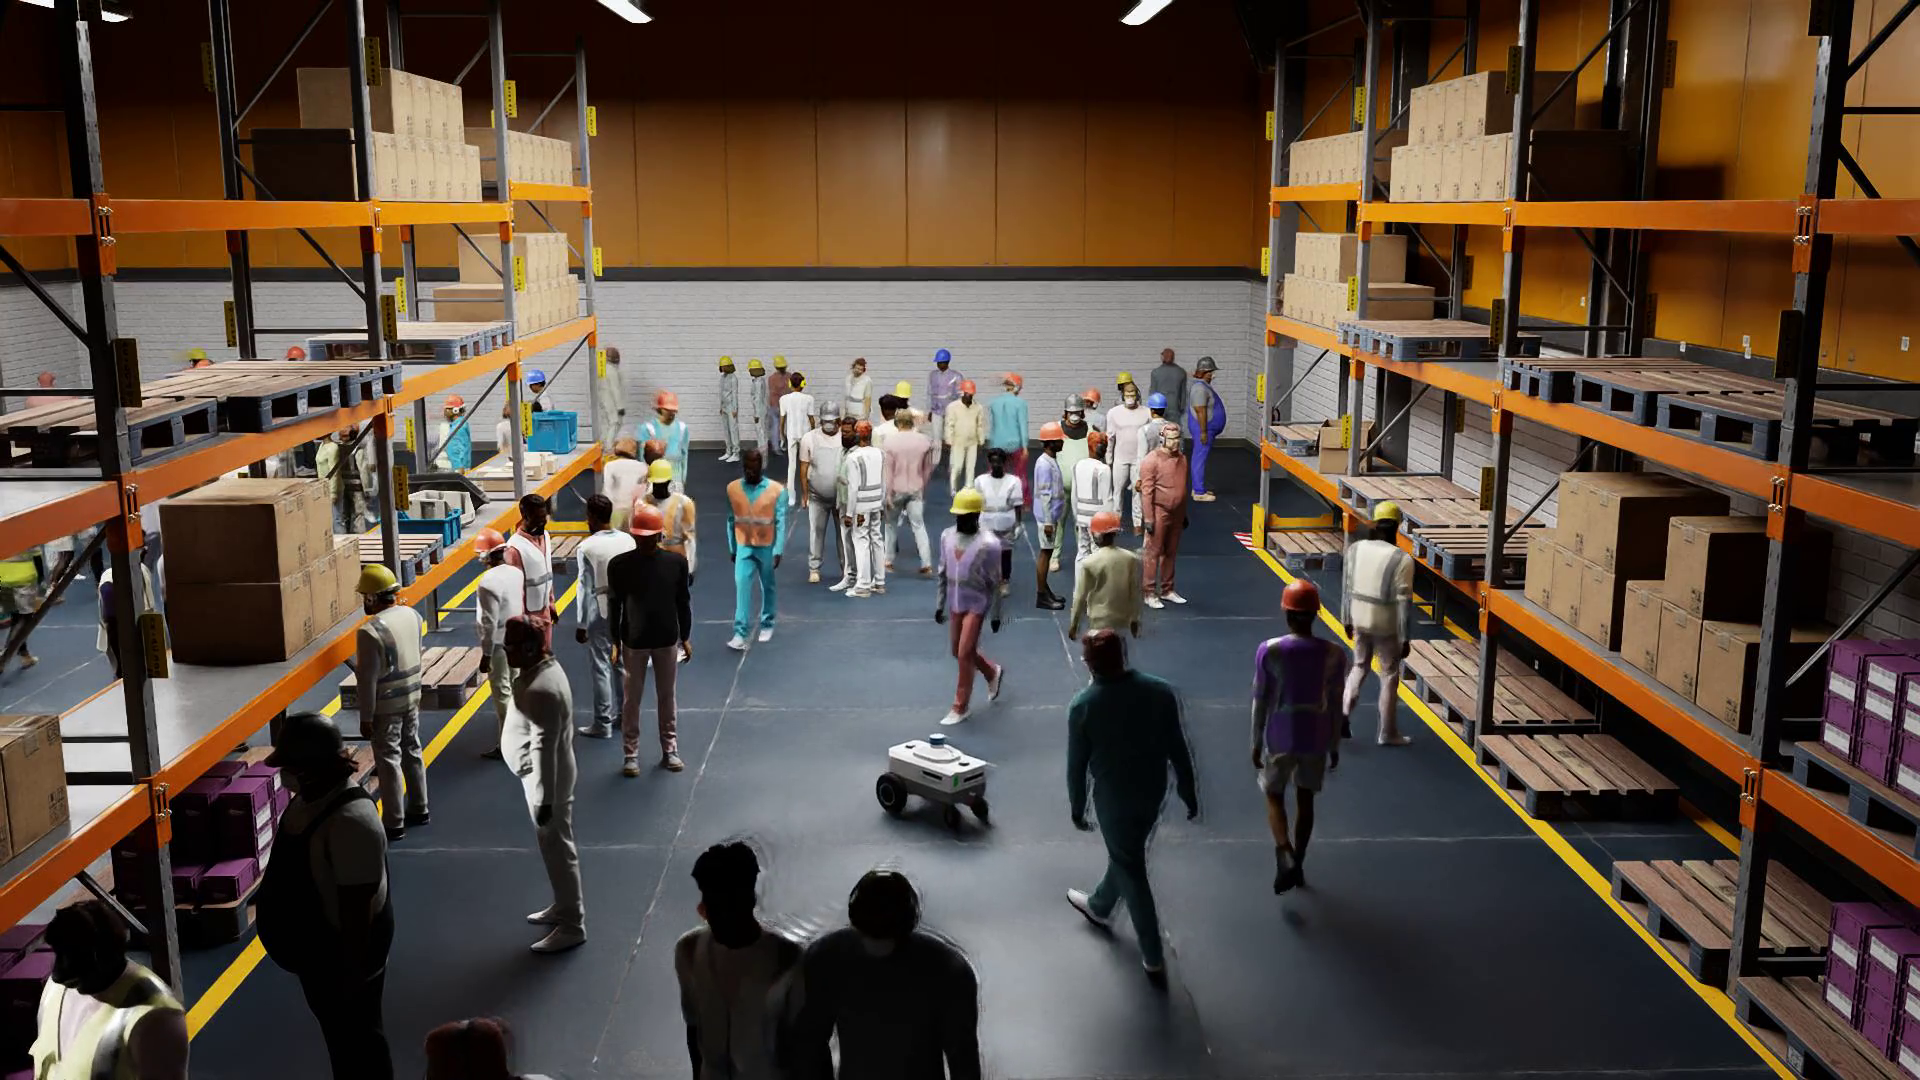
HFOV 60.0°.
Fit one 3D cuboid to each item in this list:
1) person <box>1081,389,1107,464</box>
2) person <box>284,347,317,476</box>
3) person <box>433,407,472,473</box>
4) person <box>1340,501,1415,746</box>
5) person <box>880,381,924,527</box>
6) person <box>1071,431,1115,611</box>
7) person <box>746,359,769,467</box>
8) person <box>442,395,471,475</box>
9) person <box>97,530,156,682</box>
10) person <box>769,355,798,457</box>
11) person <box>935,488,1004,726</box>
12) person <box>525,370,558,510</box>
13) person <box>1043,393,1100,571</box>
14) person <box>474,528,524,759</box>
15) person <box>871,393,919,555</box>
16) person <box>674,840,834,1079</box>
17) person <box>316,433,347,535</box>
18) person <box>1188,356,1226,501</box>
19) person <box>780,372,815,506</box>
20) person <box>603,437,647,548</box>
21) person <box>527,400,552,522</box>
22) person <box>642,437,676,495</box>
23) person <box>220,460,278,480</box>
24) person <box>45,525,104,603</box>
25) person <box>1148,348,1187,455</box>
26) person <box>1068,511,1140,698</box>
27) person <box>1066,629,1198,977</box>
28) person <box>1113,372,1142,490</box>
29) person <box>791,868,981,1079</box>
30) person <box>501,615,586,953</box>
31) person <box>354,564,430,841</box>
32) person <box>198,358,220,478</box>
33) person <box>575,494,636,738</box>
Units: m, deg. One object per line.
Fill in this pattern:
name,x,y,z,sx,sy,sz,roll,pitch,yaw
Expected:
person,1.727,-1.152,22.188,0.596,1.727,0.571,6,13,26
person,-10.213,-2.000,25.782,0.388,1.992,0.618,-6,13,-26
person,-6.568,-0.944,21.437,0.537,1.610,0.483,9,15,40
person,3.182,0.656,12.757,0.595,1.896,0.653,-10,15,-40
person,-0.749,-1.166,21.865,0.597,1.895,0.856,3,12,16
person,1.363,-0.169,16.869,0.355,1.887,0.574,-8,14,-35
person,-3.235,-2.025,26.558,0.321,1.738,0.485,-1,11,-3
person,-6.437,-0.993,21.335,0.335,1.749,0.575,-5,12,-22
person,-6.045,0.809,12.107,0.391,1.836,0.561,-1,11,-3
person,-2.909,-2.200,27.471,0.542,1.711,0.850,-7,13,-32
person,0.106,0.502,13.463,0.595,1.907,0.791,10,15,41
person,-5.705,-1.361,22.720,0.403,1.937,0.604,-5,12,-23
person,1.292,-0.653,18.908,0.677,2.000,0.536,-1,11,-6
person,-3.468,0.772,12.488,0.339,1.748,0.564,2,12,12
person,-0.737,-0.761,19.715,0.630,1.940,0.654,-6,13,-26
person,-0.661,1.976,6.089,0.665,1.944,0.858,6,13,27
person,-7.281,-0.566,19.189,0.337,1.759,0.523,-7,13,-33
person,3.498,-1.585,23.578,0.535,2.000,0.674,1,11,6
person,-2.242,-1.402,23.111,0.517,1.865,0.328,1,11,6
person,-3.710,-0.344,18.460,0.549,1.595,0.389,-7,13,-31
person,-5.449,-0.951,21.300,0.553,1.682,0.470,6,13,29
person,-2.963,-0.083,16.452,0.344,1.884,0.580,-5,12,-23
person,-7.240,-0.178,17.033,0.561,1.838,0.392,-8,14,-35
person,-9.274,-0.172,17.431,0.540,1.673,0.764,3,12,17
person,3.358,-2.172,26.932,0.656,1.882,0.823,-2,12,-12
person,1.179,0.621,13.384,0.578,1.703,0.923,-9,14,-38
person,0.901,1.397,9.156,0.709,1.836,0.985,-6,13,-27
person,2.442,-1.615,24.517,0.490,1.730,0.324,11,15,43
person,-0.280,2.031,5.772,0.638,1.912,0.674,5,12,22
person,-2.350,1.339,9.309,0.402,1.894,0.663,-3,12,-17
person,-3.743,1.053,10.906,0.403,1.824,0.596,3,12,15
person,-11.483,-1.874,25.543,0.505,1.837,0.344,8,14,36
person,-2.746,0.592,13.013,0.386,1.906,0.601,7,13,31
